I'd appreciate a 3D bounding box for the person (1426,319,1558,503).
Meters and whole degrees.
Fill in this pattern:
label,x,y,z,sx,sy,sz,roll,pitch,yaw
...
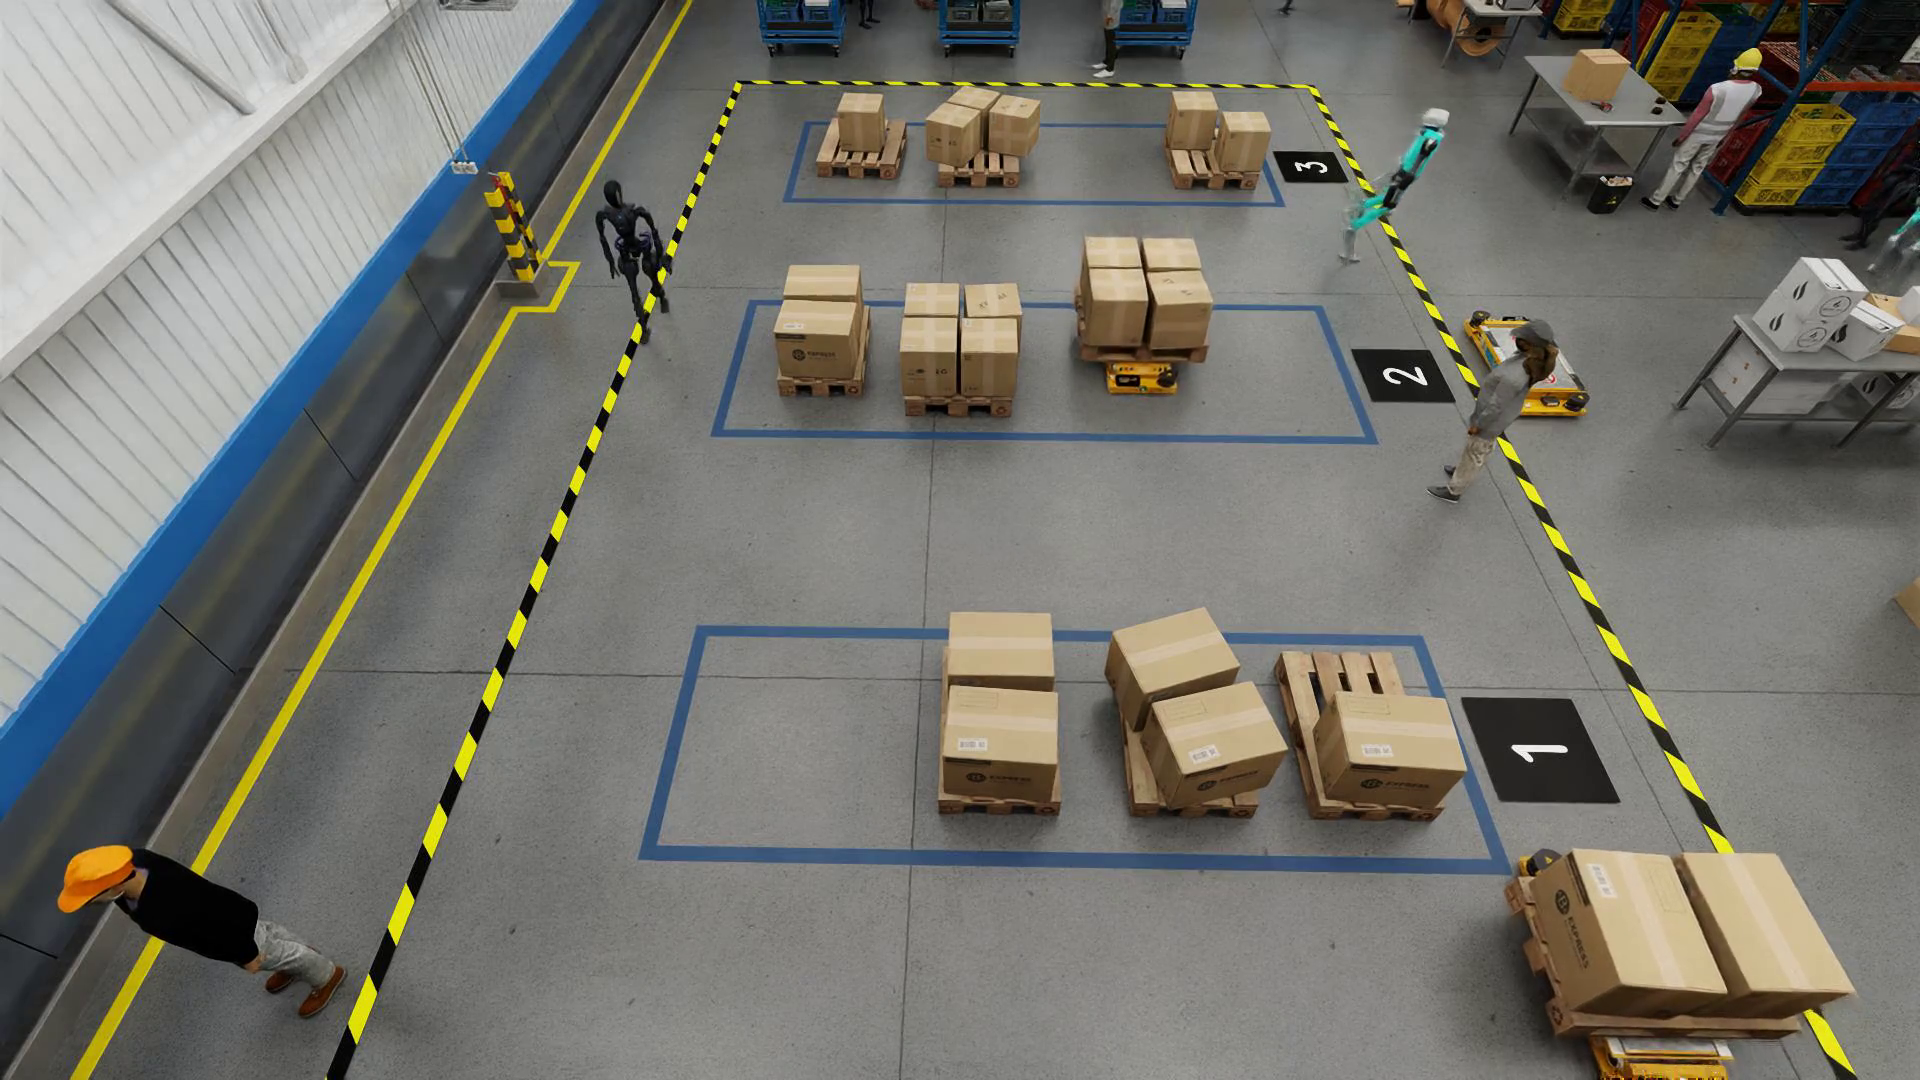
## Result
label,x,y,z,sx,sy,sz,roll,pitch,yaw
person,4.342,-1.021,7.424,0.398,1.769,0.560,36,58,27

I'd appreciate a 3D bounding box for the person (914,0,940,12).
label,x,y,z,sx,sy,sz,roll,pitch,yaw
person,-0.457,-9.673,14.810,0.489,1.927,0.760,12,50,10

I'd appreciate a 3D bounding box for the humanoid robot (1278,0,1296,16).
label,x,y,z,sx,sy,sz,roll,pitch,yaw
humanoid robot,5.519,-9.400,14.746,0.396,1.641,0.628,13,50,11

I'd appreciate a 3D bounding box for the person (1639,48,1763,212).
label,x,y,z,sx,sy,sz,roll,pitch,yaw
person,8.560,-4.674,10.544,0.592,1.832,0.404,-1,49,-1

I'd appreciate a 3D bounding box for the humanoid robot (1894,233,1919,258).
label,x,y,z,sx,sy,sz,roll,pitch,yaw
humanoid robot,10.714,-3.735,9.706,0.533,1.677,0.735,23,53,19

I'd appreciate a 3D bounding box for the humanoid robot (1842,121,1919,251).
label,x,y,z,sx,sy,sz,roll,pitch,yaw
humanoid robot,10.387,-3.977,10.054,0.445,1.635,0.609,-2,49,-2

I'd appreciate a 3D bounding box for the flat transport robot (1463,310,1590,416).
label,x,y,z,sx,sy,sz,roll,pitch,yaw
flat transport robot,5.573,-1.757,9.054,0.659,0.231,1.431,1,49,1

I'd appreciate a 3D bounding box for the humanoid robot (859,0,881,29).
label,x,y,z,sx,sy,sz,roll,pitch,yaw
humanoid robot,-1.448,-8.992,14.375,0.315,1.657,0.599,25,54,20

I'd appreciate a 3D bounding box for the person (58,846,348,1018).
label,x,y,z,sx,sy,sz,roll,pitch,yaw
person,-3.834,2.019,4.717,0.589,1.882,0.380,24,53,19

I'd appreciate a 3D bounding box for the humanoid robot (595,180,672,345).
label,x,y,z,sx,sy,sz,roll,pitch,yaw
humanoid robot,-3.197,-2.814,9.074,0.610,1.641,0.744,-7,50,-6

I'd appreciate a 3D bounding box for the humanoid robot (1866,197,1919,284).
label,x,y,z,sx,sy,sz,roll,pitch,yaw
humanoid robot,10.287,-3.494,9.631,0.767,1.820,0.538,-25,54,-20

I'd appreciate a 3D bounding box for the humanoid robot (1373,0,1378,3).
label,x,y,z,sx,sy,sz,roll,pitch,yaw
humanoid robot,7.191,-9.773,15.083,0.733,1.871,0.536,11,50,10

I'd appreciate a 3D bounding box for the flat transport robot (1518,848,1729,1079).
label,x,y,z,sx,sy,sz,roll,pitch,yaw
flat transport robot,3.875,2.529,5.326,0.652,0.197,1.431,1,49,1

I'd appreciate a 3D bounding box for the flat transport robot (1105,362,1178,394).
label,x,y,z,sx,sy,sz,roll,pitch,yaw
flat transport robot,1.778,-2.015,9.259,0.652,0.197,1.431,1,49,1

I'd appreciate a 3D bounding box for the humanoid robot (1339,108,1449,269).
label,x,y,z,sx,sy,sz,roll,pitch,yaw
humanoid robot,4.484,-3.720,9.812,0.818,1.815,0.543,18,52,15

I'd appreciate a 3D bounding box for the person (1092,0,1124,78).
label,x,y,z,sx,sy,sz,roll,pitch,yaw
person,2.124,-7.599,13.063,0.400,1.851,0.591,4,49,4

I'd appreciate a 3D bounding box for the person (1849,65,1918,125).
label,x,y,z,sx,sy,sz,roll,pitch,yaw
person,11.767,-6.115,11.686,0.927,1.989,0.672,11,50,9
